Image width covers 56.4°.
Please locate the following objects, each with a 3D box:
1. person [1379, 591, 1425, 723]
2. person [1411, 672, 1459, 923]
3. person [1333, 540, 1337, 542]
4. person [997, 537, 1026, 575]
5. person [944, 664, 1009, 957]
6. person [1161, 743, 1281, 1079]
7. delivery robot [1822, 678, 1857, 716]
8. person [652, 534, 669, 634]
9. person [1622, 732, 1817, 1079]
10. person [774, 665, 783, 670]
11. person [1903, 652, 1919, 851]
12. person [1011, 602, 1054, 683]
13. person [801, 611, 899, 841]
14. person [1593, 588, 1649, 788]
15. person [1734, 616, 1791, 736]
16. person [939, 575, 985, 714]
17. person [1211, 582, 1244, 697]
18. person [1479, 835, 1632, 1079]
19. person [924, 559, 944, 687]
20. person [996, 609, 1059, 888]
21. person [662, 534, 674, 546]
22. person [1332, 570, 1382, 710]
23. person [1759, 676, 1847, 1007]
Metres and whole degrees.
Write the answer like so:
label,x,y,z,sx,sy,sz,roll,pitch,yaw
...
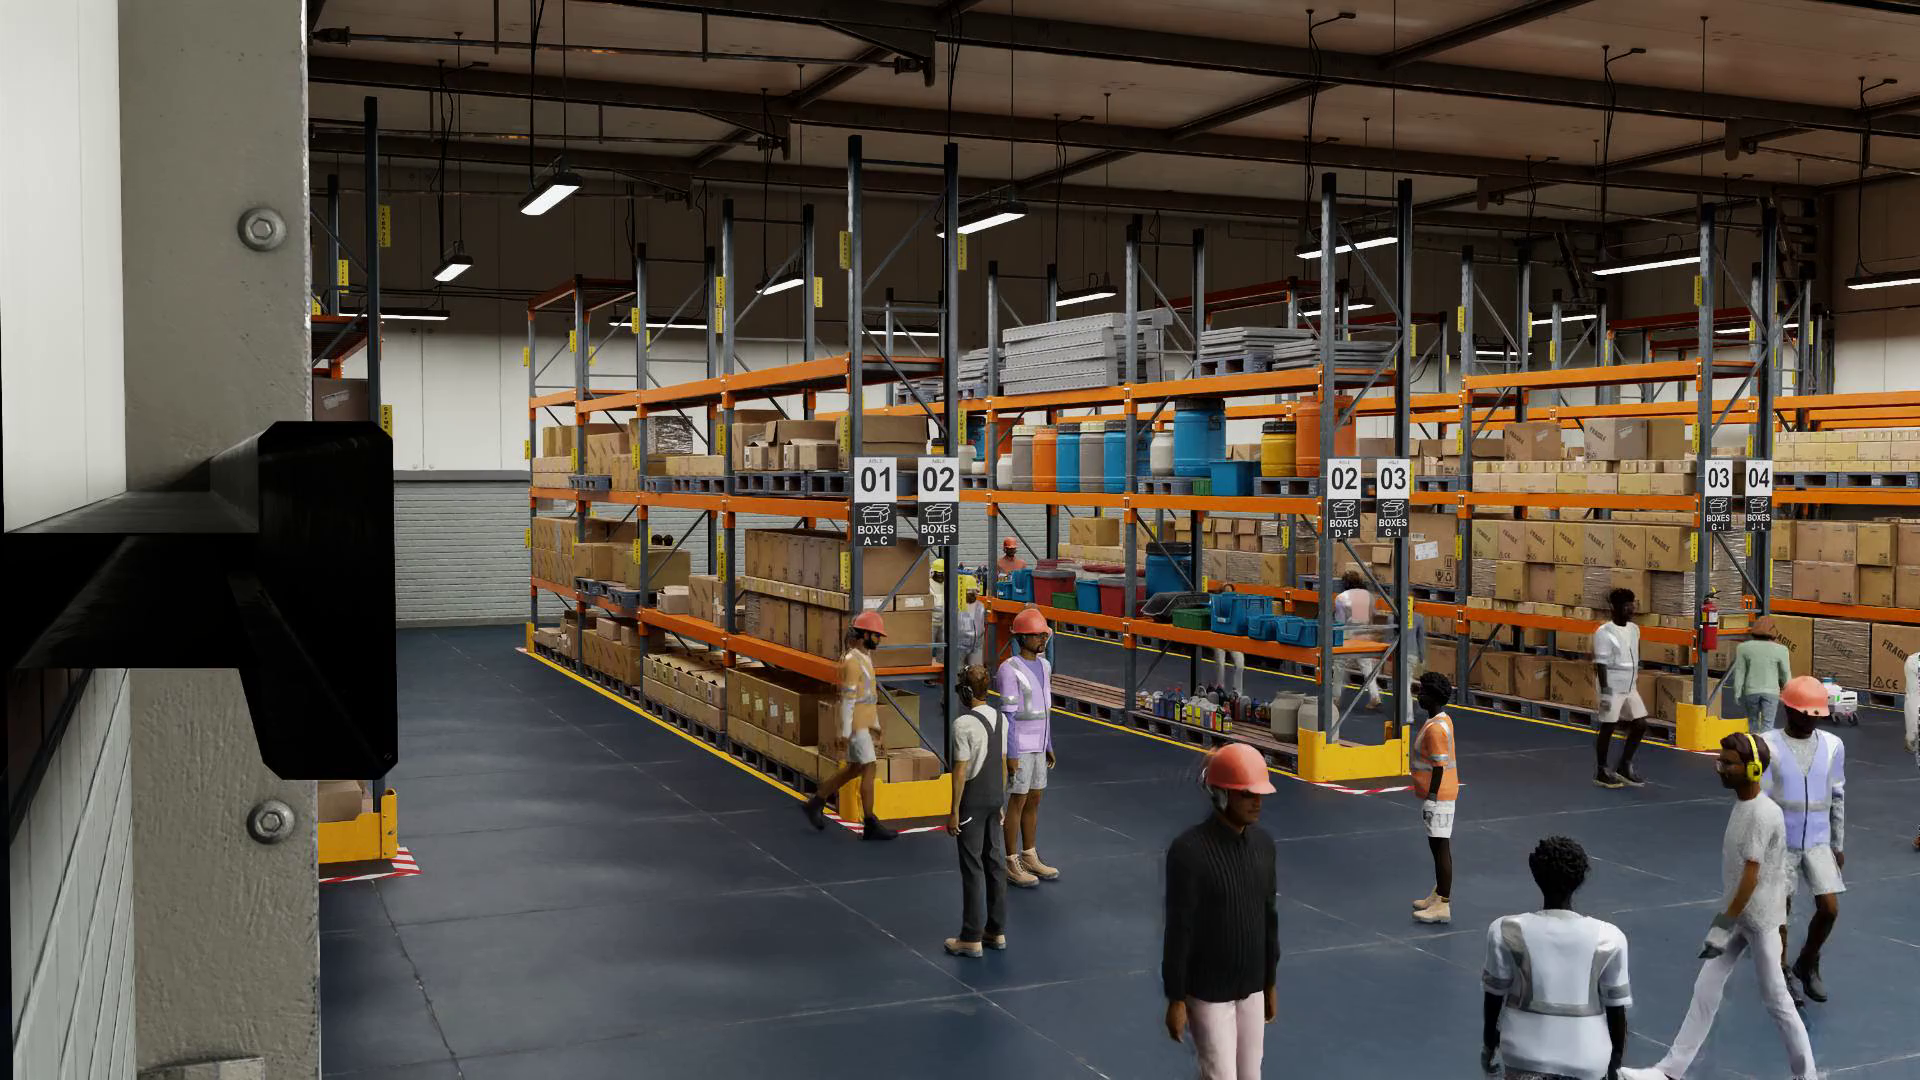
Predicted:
label,x,y,z,sx,sy,sz,roll,pitch,yaw
person,5.414,1.426,22.047,0.502,1.600,0.795,-1,2,-18
person,3.257,1.751,12.293,0.319,1.697,0.533,1,2,17
person,6.358,0.942,30.907,0.779,1.889,0.624,0,2,2
person,0.823,0.942,29.560,0.612,1.995,0.382,-1,2,-23
person,0.116,1.713,11.484,0.328,1.840,0.504,2,3,38
person,1.056,1.802,7.299,0.636,1.979,0.515,-2,3,-40
delivery robot,10.569,1.921,21.833,0.477,0.478,0.707,-1,3,-18
person,-5.538,0.849,33.052,0.588,1.914,0.391,2,3,44
person,3.701,1.835,8.612,0.950,1.818,0.504,0,2,4
person,-2.414,1.120,25.390,0.655,1.949,0.991,-1,2,-23
person,7.941,1.565,14.460,0.640,1.938,0.513,1,2,13
person,0.789,1.500,19.585,0.511,1.641,0.307,-1,2,-20
person,-0.944,1.549,15.102,0.793,1.903,0.546,0,2,2
person,6.402,1.434,17.332,0.630,1.942,0.575,-1,3,-31
person,8.187,1.572,18.213,0.516,1.599,0.777,2,3,38
person,0.047,1.323,22.360,0.605,1.790,0.947,-1,3,-32
person,3.532,1.357,23.518,0.540,1.614,0.628,-1,2,-14
person,2.271,1.970,6.902,0.538,1.676,0.629,0,2,8
person,-0.319,1.177,25.669,0.589,1.822,0.403,-2,3,-40
person,0.523,1.536,13.402,0.367,2.048,0.607,1,3,33
person,-5.604,0.817,34.437,0.508,1.872,0.328,-1,3,-29
person,5.116,1.288,23.162,0.626,1.803,0.950,-1,2,-21
person,4.785,1.721,10.247,0.562,1.912,0.468,0,2,5
